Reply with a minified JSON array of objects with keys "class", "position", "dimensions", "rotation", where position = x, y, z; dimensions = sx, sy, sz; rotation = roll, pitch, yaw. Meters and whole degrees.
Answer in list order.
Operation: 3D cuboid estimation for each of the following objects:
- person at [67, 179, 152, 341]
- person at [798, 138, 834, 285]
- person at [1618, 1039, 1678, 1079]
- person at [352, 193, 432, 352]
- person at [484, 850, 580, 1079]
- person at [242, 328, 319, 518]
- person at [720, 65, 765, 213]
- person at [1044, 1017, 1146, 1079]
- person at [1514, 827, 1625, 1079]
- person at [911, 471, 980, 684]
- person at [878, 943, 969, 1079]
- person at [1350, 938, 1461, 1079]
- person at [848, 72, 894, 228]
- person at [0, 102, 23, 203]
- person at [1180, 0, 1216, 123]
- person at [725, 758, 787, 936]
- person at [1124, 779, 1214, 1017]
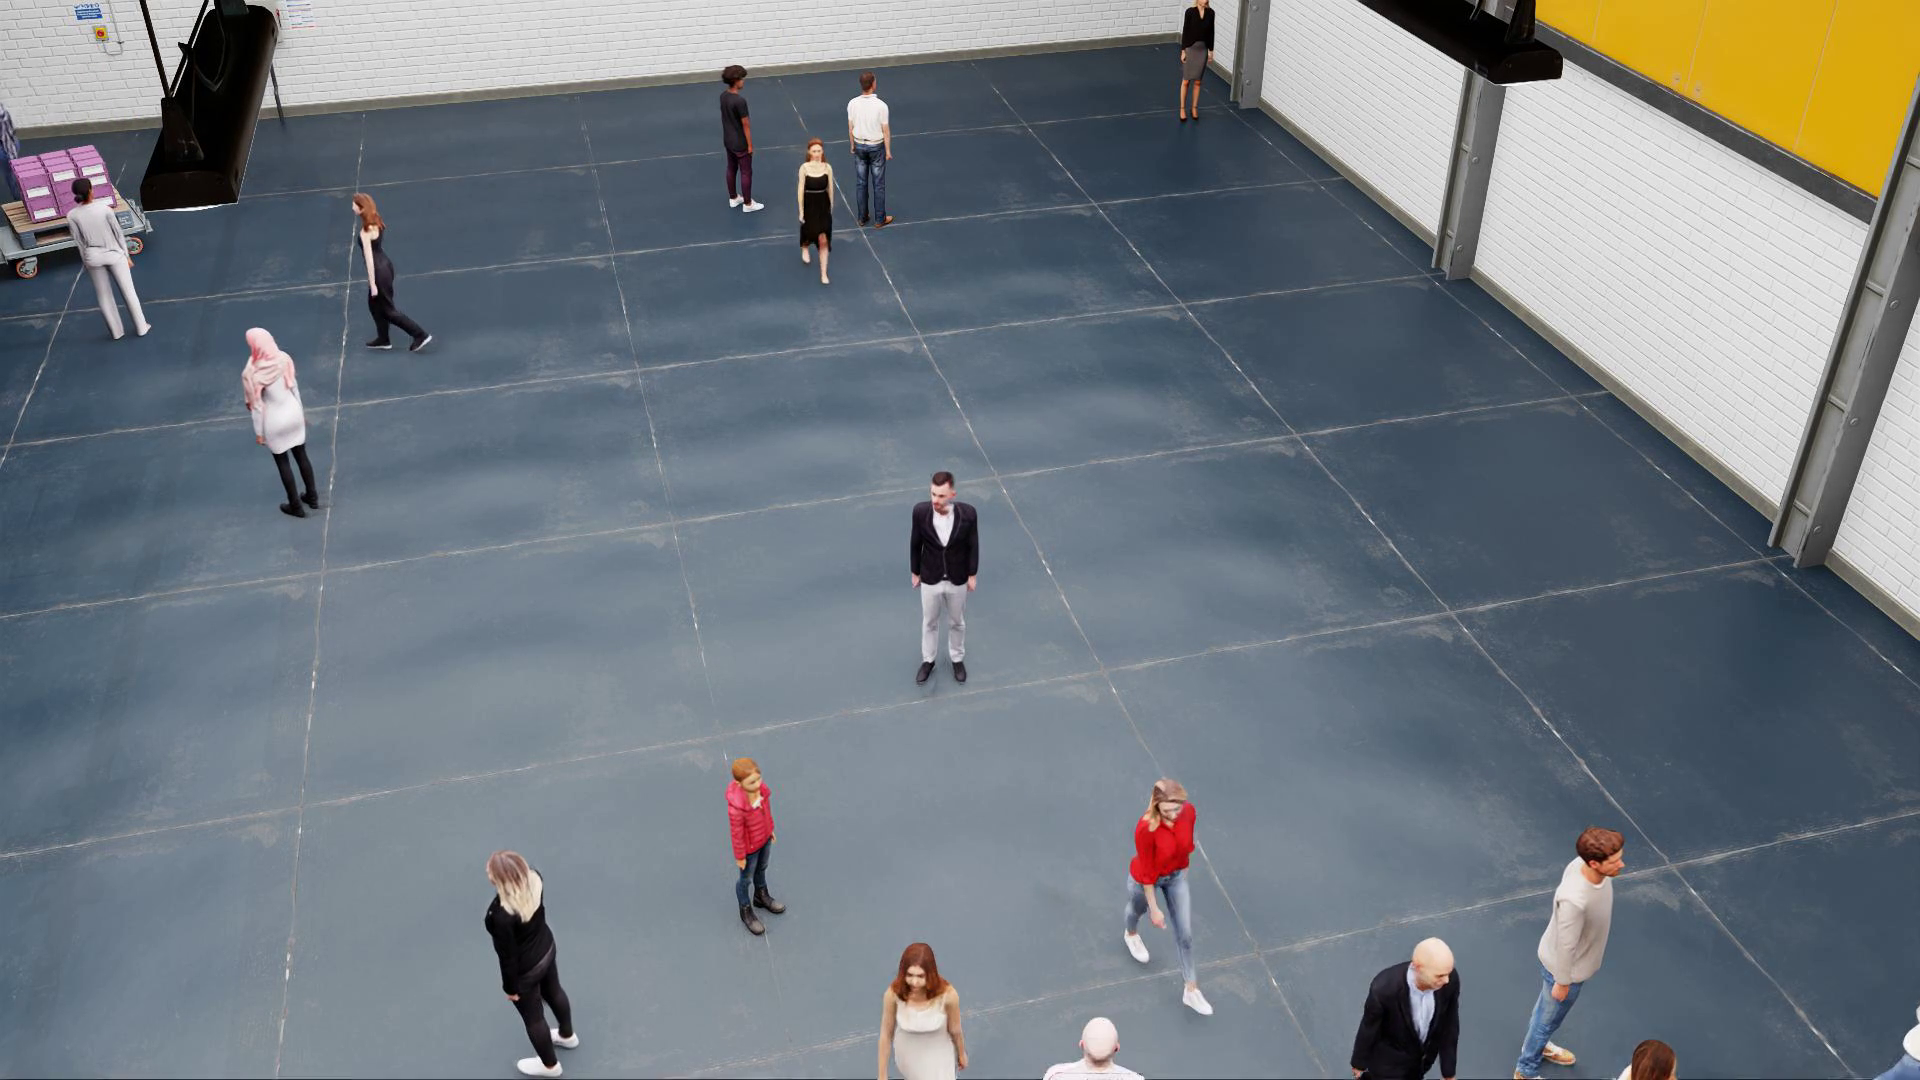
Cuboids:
[{"class":"person","position":[-8.918,-2.935,17.353],"dimensions":[0.638,1.740,0.537],"rotation":[-10,35,-14]},{"class":"person","position":[-1.642,-3.736,18.683],"dimensions":[0.568,1.602,0.975],"rotation":[-9,35,-13]},{"class":"person","position":[3.243,3.053,8.409],"dimensions":[0.841,1.668,0.790],"rotation":[23,40,31]},{"class":"person","position":[-5.868,-2.711,17.029],"dimensions":[0.772,1.725,0.930],"rotation":[-3,34,-5]},{"class":"person","position":[-2.413,2.386,9.401],"dimensions":[0.756,1.682,0.643],"rotation":[9,35,13]},{"class":"person","position":[-5.865,-1.024,14.421],"dimensions":[0.782,1.803,0.742],"rotation":[24,40,31]},{"class":"person","position":[-2.715,-4.902,20.275],"dimensions":[0.680,1.780,0.781],"rotation":[28,42,35]},{"class":"person","position":[0.622,3.116,8.208],"dimensions":[0.908,1.785,1.272],"rotation":[0,34,0]},{"class":"person","position":[3.393,2.329,9.285],"dimensions":[0.799,1.905,0.744],"rotation":[19,38,26]},{"class":"person","position":[-0.113,0.263,12.452],"dimensions":[0.718,1.840,0.655],"rotation":[1,34,2]},{"class":"person","position":[-0.185,2.711,8.938],"dimensions":[0.956,1.653,1.250],"rotation":[6,34,9]},{"class":"person","position":[2.339,2.685,8.874],"dimensions":[0.641,1.767,1.121],"rotation":[-8,34,-12]},{"class":"person","position":[-1.087,-4.654,19.840],"dimensions":[0.753,1.851,0.767],"rotation":[10,35,15]},{"class":"person","position":[-11.303,-4.660,19.924],"dimensions":[0.934,1.768,0.947],"rotation":[-24,41,-32]},{"class":"person","position":[3.241,-6.682,22.901],"dimensions":[0.632,1.839,0.572],"rotation":[-5,34,-7]},{"class":"person","position":[-1.314,1.891,10.474],"dimensions":[0.653,1.318,0.598],"rotation":[19,38,27]},{"class":"person","position":[1.131,2.008,10.000],"dimensions":[0.798,1.647,1.141],"rotation":[-17,37,-24]}]
